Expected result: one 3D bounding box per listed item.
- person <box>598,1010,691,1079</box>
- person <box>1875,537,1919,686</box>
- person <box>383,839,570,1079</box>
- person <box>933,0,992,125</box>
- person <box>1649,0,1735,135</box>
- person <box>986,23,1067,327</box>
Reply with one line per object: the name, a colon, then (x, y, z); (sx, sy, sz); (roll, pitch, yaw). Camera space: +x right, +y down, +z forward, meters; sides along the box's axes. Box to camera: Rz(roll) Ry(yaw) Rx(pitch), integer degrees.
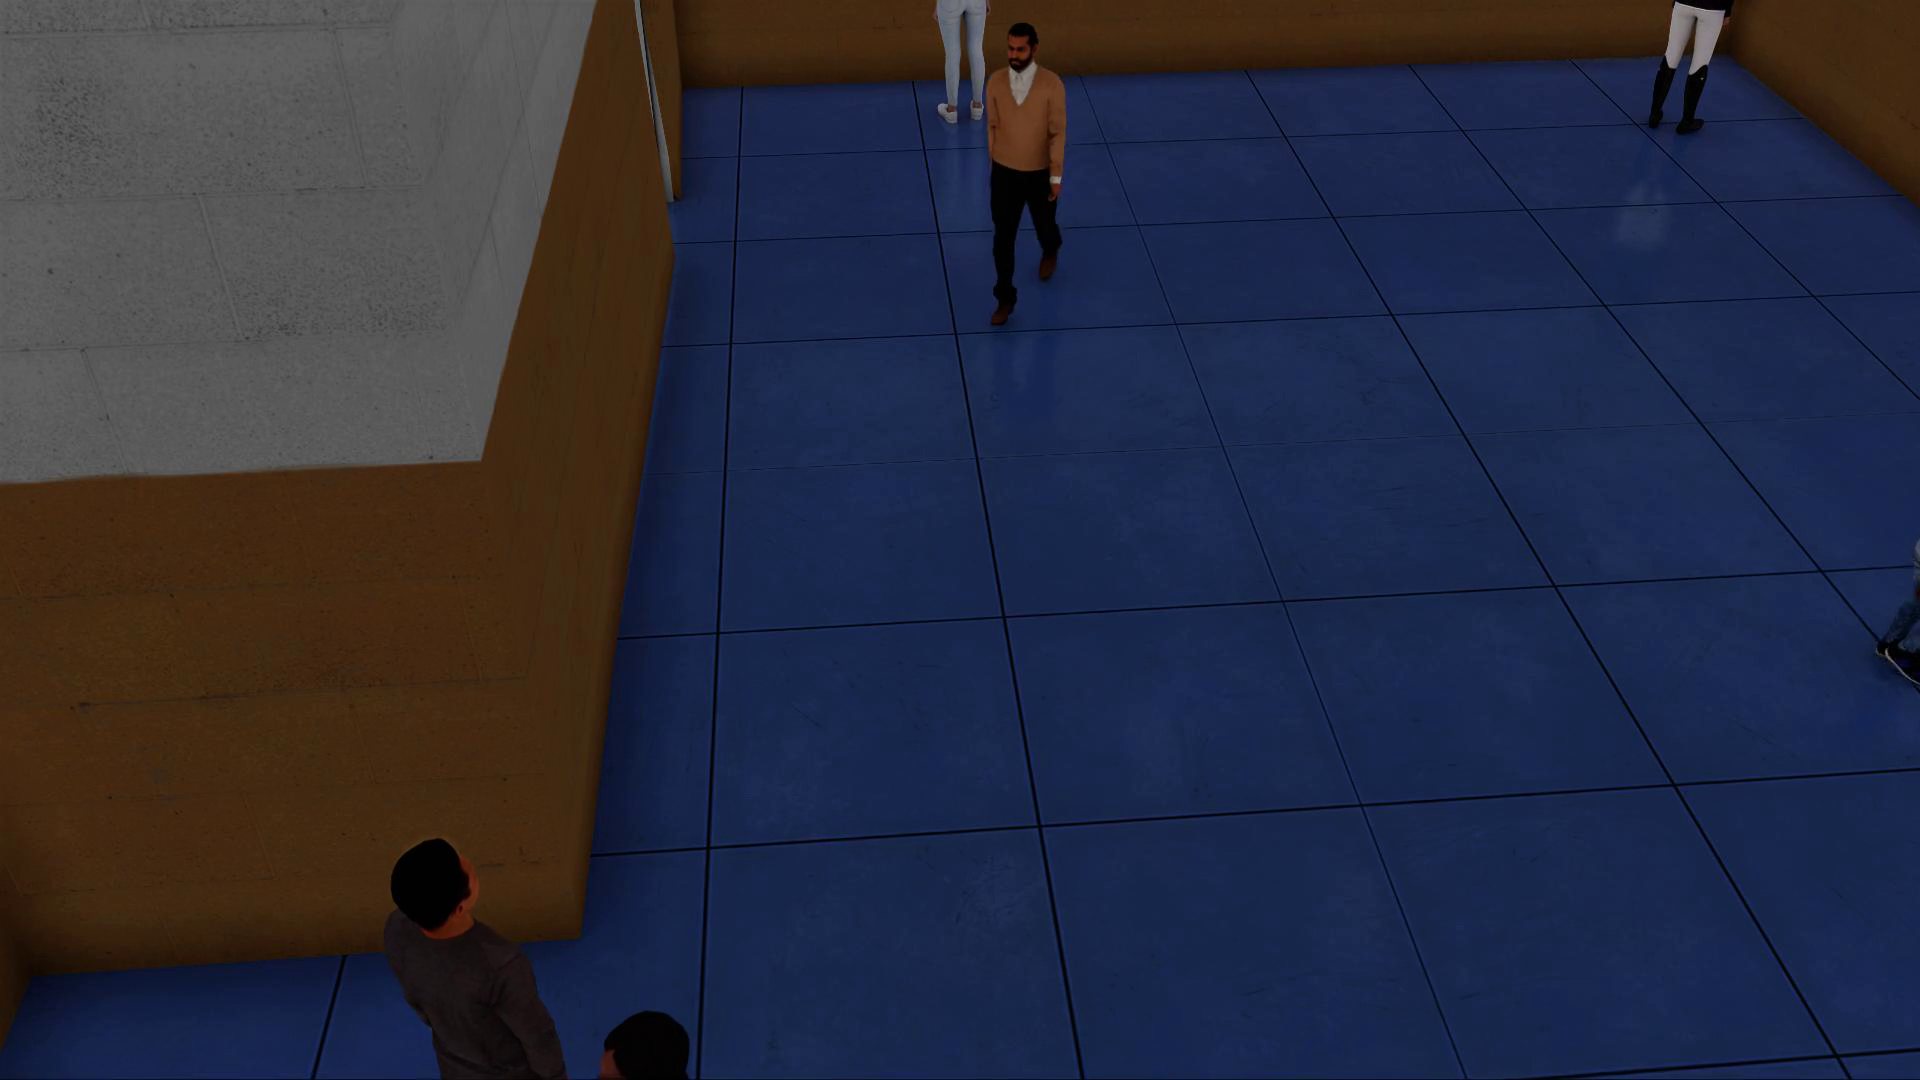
person: (-0.769, 1.833, 4.382); (0.662, 1.743, 0.711); (30, 46, 33)
person: (4.201, 0.049, 7.169); (0.654, 1.251, 0.599); (23, 43, 27)
person: (-1.360, 1.506, 4.797); (0.651, 1.768, 0.774); (-12, 38, -15)
person: (0.018, -3.880, 11.988); (0.543, 1.751, 0.678); (-9, 38, -11)
person: (5.267, -3.772, 11.848); (0.659, 1.729, 0.718); (27, 45, 31)
person: (0.415, -2.177, 9.728); (1.168, 1.733, 0.967); (9, 38, 12)
